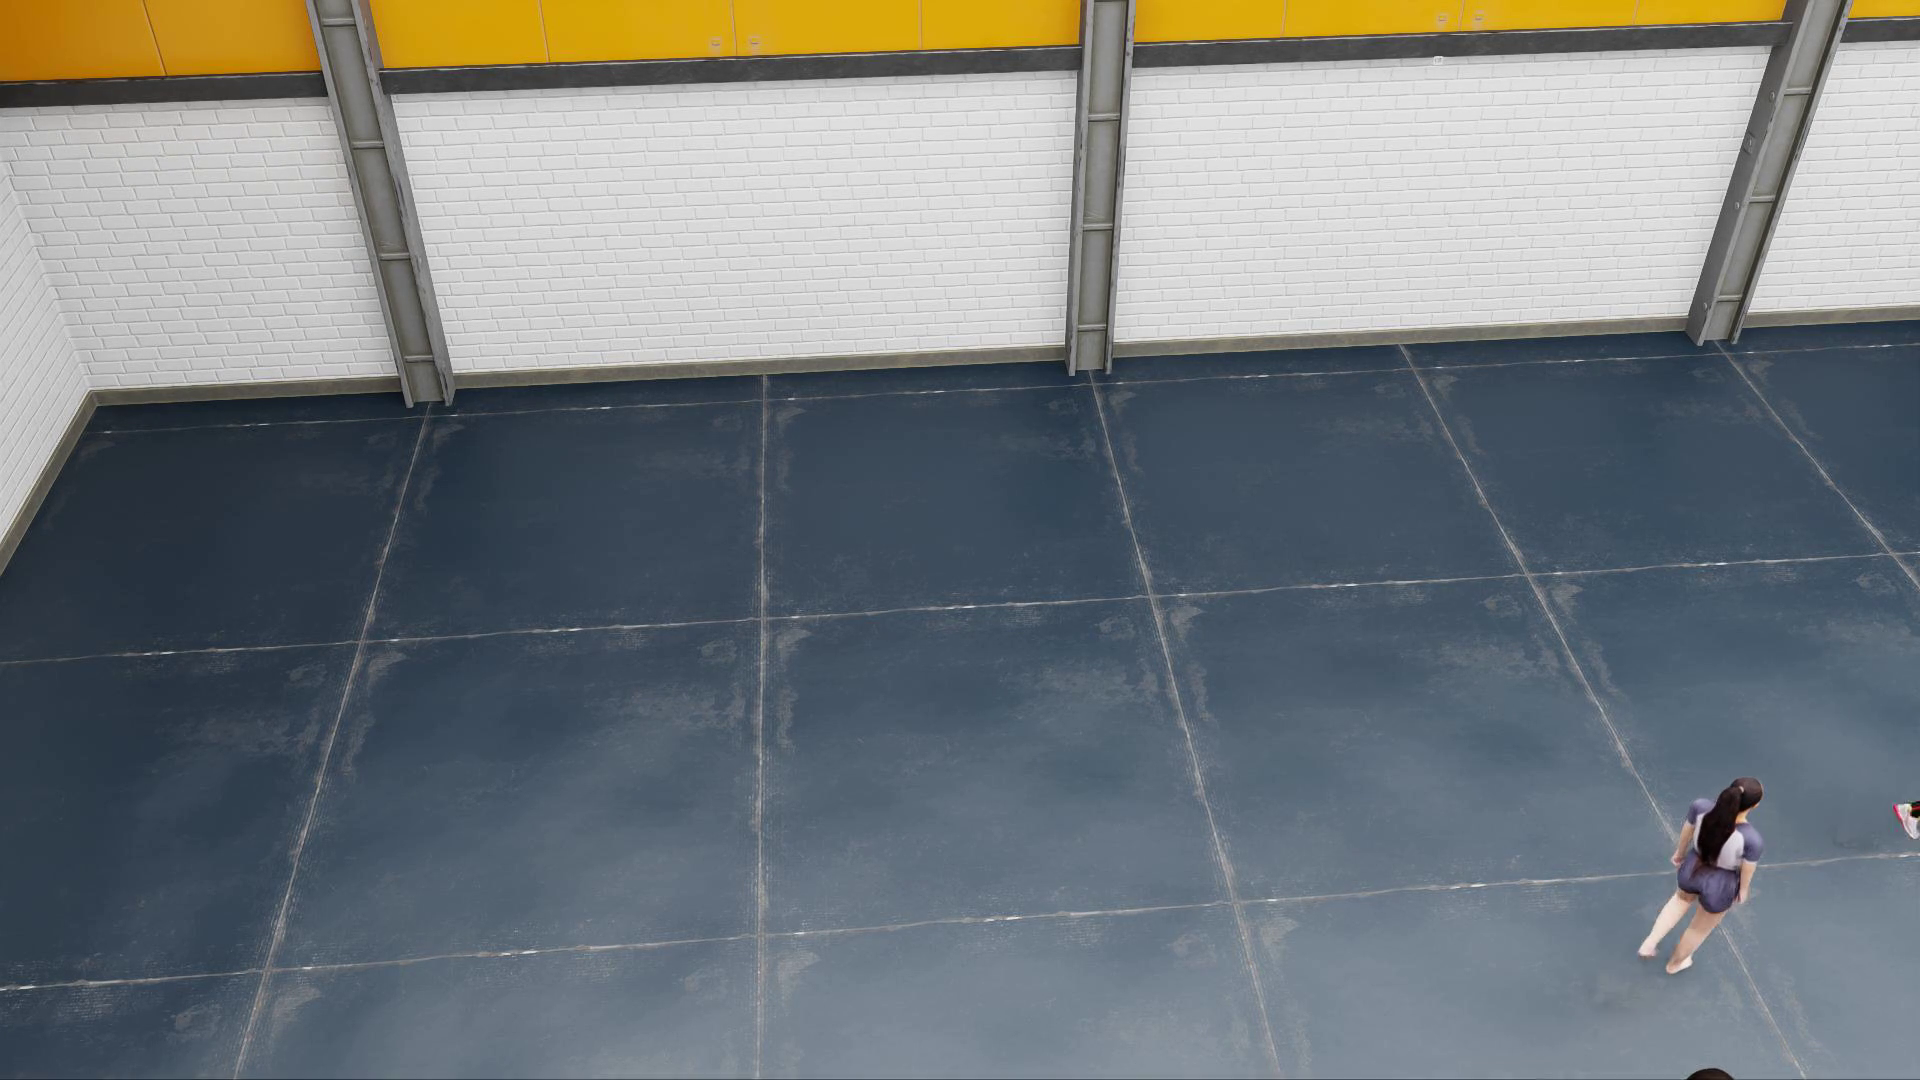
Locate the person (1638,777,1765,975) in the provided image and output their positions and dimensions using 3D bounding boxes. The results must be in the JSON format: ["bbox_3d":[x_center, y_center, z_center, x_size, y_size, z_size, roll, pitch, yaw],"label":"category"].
[{"bbox_3d":[4.284,1.999,9.622,0.749,1.639,0.712,-22,44,-25],"label":"person"}]
